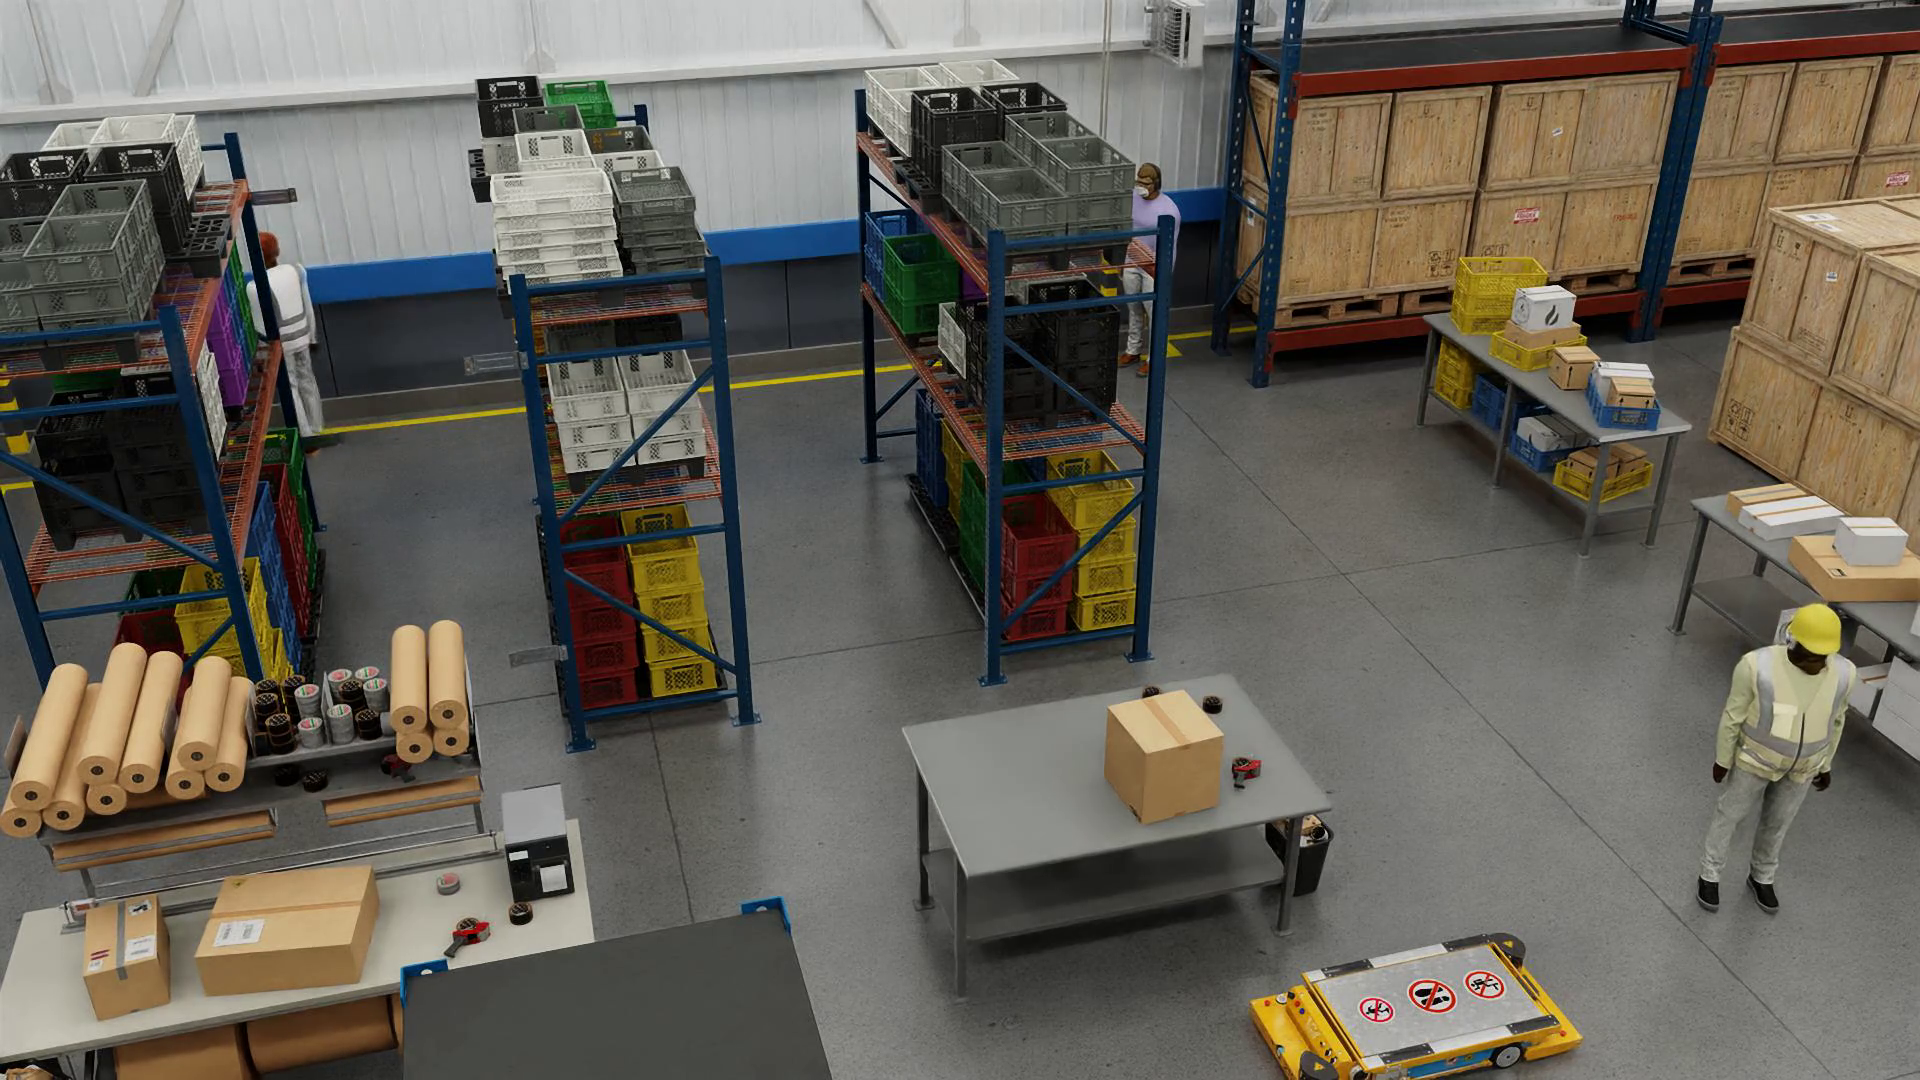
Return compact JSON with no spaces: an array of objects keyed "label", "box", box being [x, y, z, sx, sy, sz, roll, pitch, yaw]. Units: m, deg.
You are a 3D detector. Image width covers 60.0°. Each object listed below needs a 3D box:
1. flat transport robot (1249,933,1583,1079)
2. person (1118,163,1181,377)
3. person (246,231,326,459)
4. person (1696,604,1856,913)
[{"label":"flat transport robot","box":[2.184,2.282,7.980,1.431,0.197,0.652,-8,30,-14]},{"label":"person","box":[1.661,-2.420,14.830,0.374,1.933,0.625,-23,36,-35]},{"label":"person","box":[-5.392,-1.559,13.314,0.365,1.885,0.575,13,31,22]},{"label":"person","box":[4.170,1.116,8.495,0.603,1.828,0.404,2,29,5]}]
